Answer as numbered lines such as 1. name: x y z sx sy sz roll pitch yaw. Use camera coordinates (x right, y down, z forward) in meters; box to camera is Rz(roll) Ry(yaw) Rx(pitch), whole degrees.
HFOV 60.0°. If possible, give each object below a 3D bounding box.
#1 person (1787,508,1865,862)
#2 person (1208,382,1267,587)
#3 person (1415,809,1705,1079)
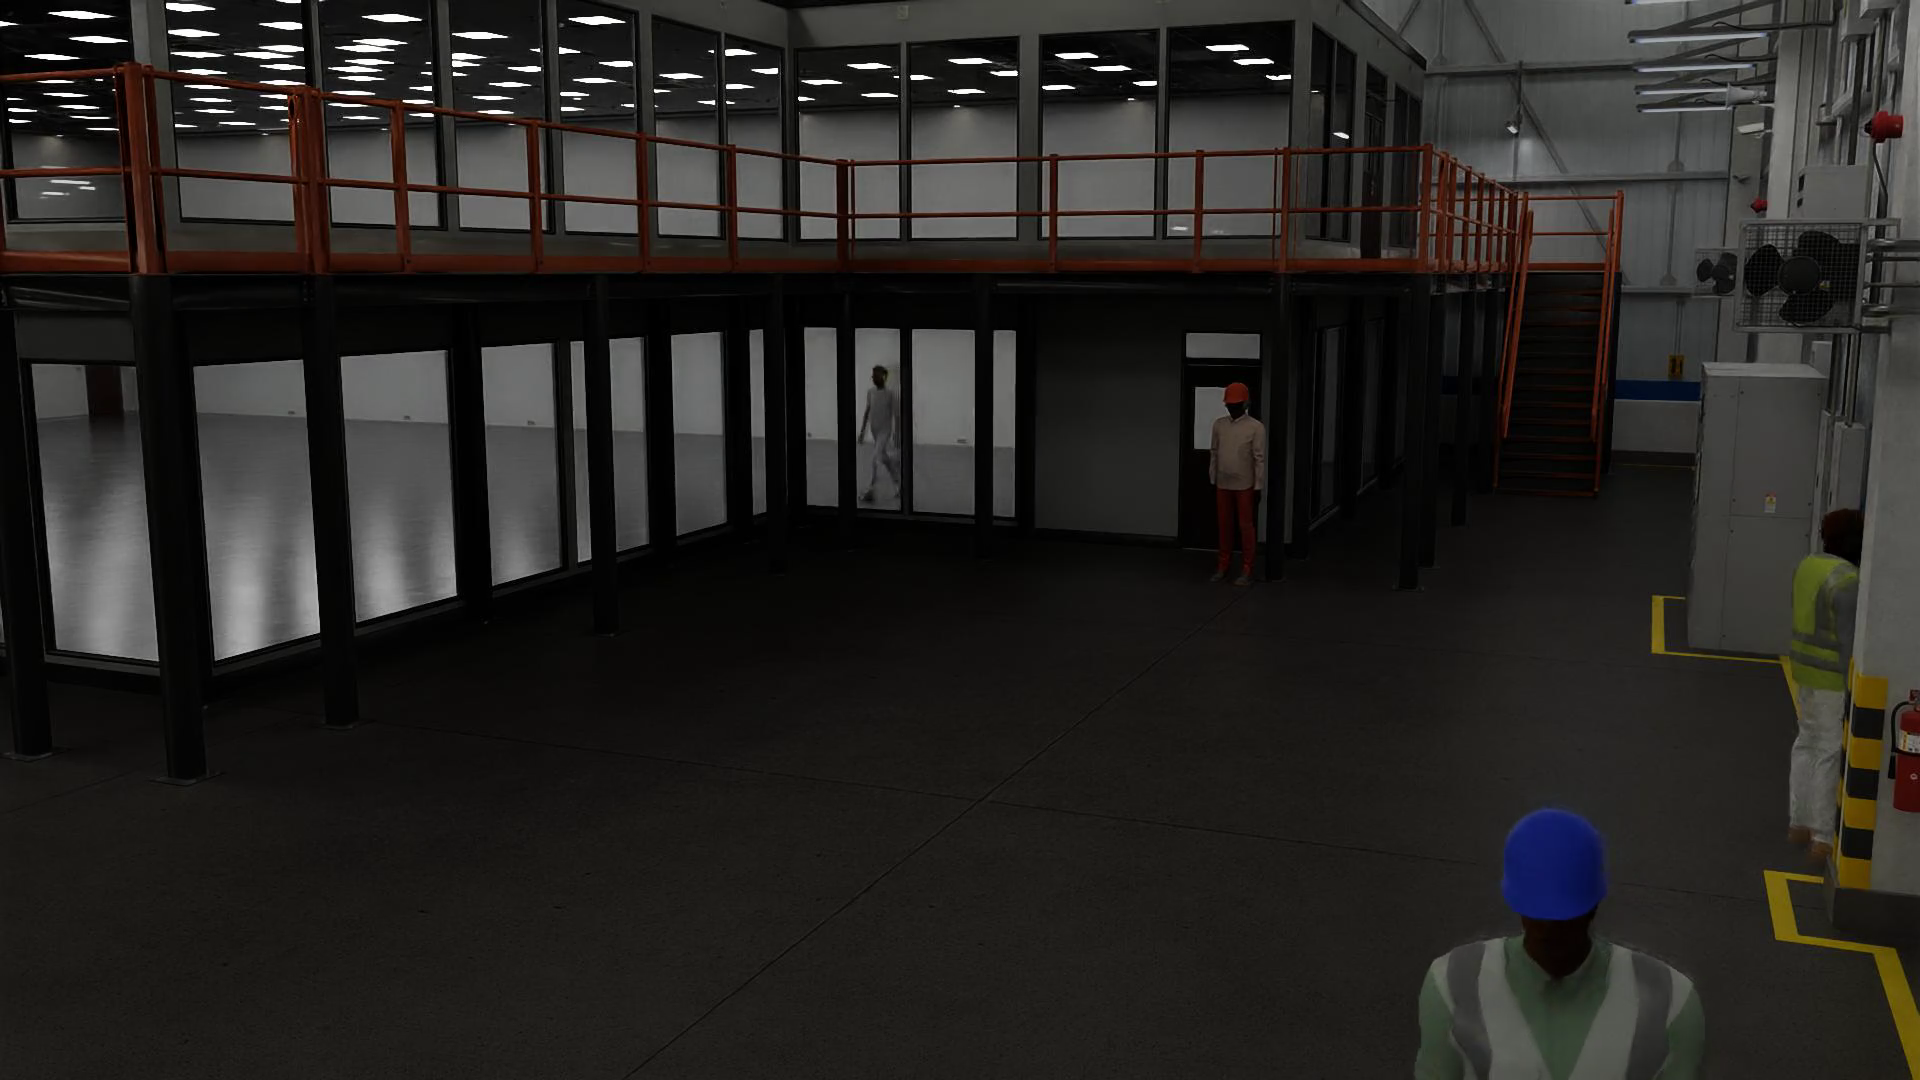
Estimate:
1. person: 4.583 0.762 8.674 0.430 1.829 0.726 1 9 4
2. person: 2.679 -0.544 16.185 0.612 1.986 0.407 8 12 42
3. person: 1.326 1.501 3.752 0.617 1.924 0.708 3 10 18
